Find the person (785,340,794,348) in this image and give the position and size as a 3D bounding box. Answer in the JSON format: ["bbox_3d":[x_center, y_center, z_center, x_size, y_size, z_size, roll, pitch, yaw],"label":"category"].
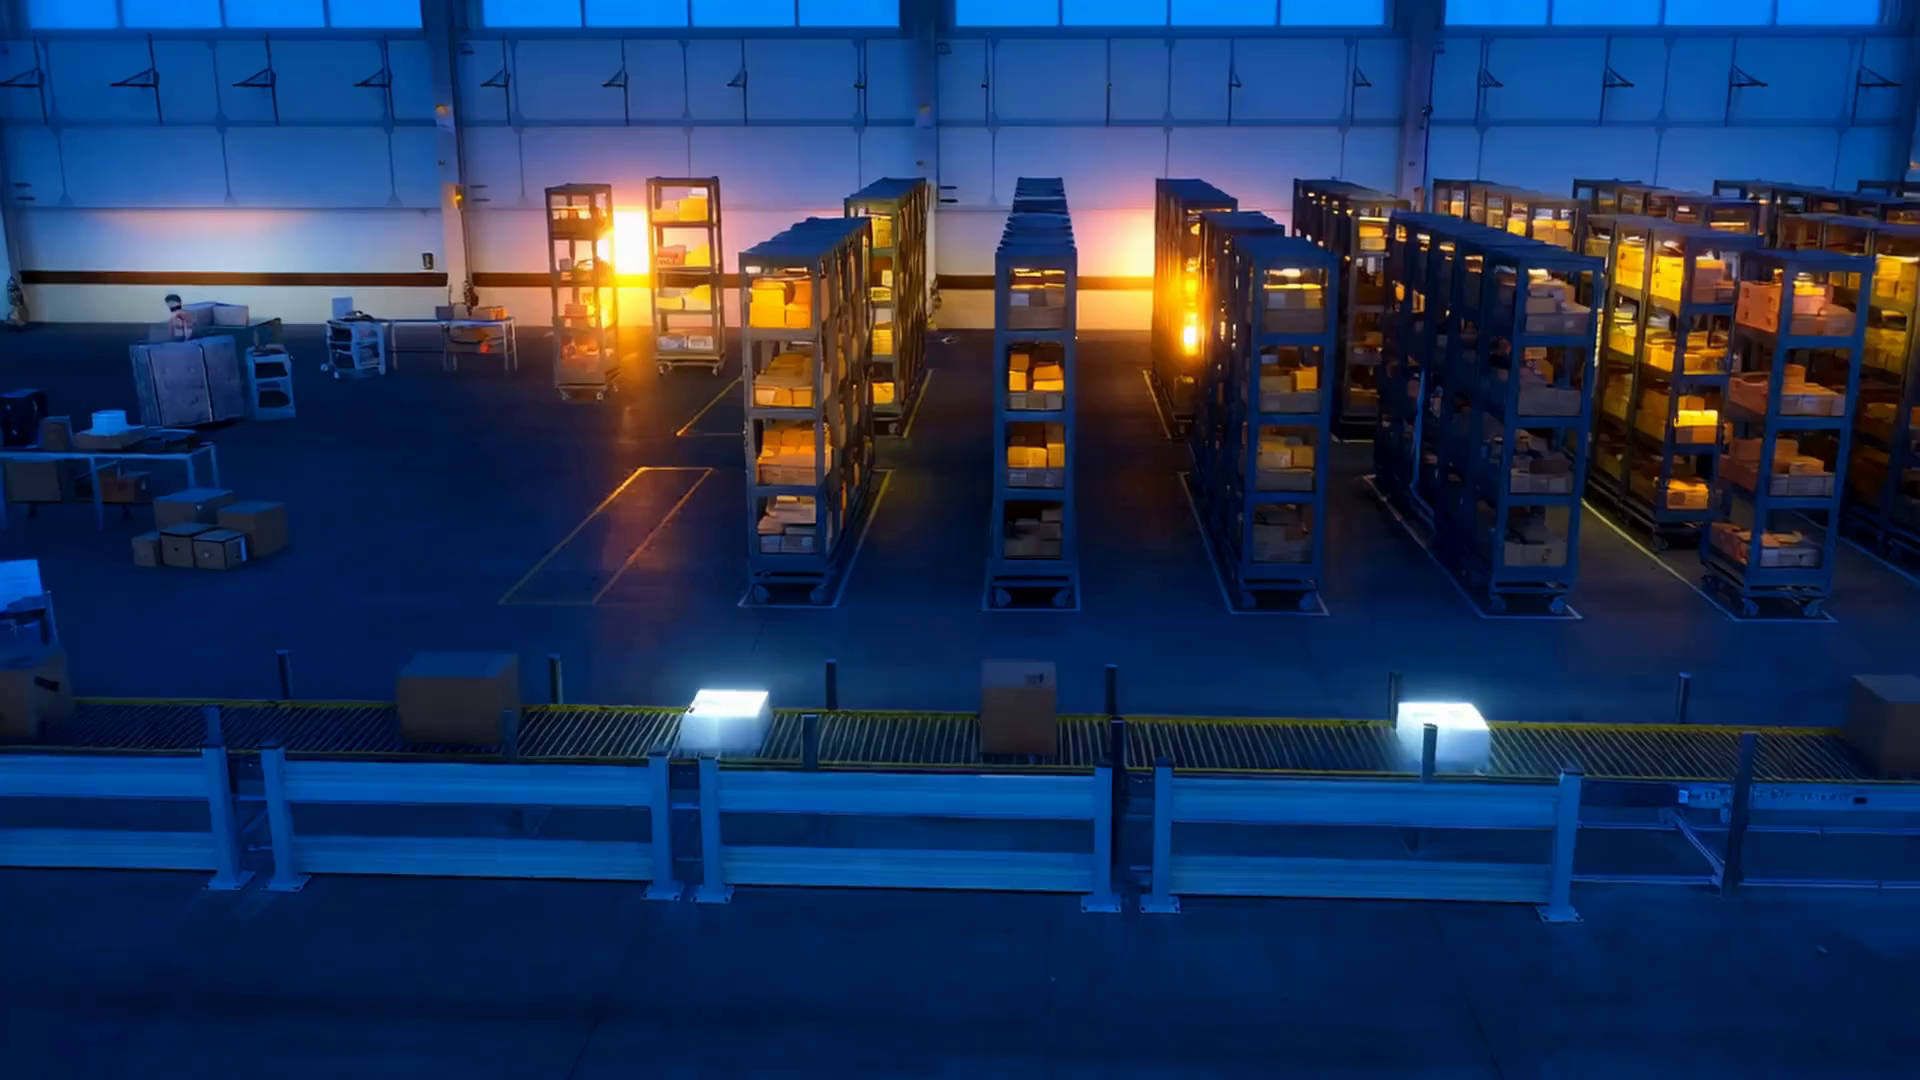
[{"bbox_3d":[-2.202,-1.724,22.163,0.392,1.991,0.612,-4,16,-15],"label":"person"}]

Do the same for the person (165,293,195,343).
[{"bbox_3d":[-12.830,-3.108,27.426,0.445,1.924,0.615,-1,15,-4],"label":"person"}]
